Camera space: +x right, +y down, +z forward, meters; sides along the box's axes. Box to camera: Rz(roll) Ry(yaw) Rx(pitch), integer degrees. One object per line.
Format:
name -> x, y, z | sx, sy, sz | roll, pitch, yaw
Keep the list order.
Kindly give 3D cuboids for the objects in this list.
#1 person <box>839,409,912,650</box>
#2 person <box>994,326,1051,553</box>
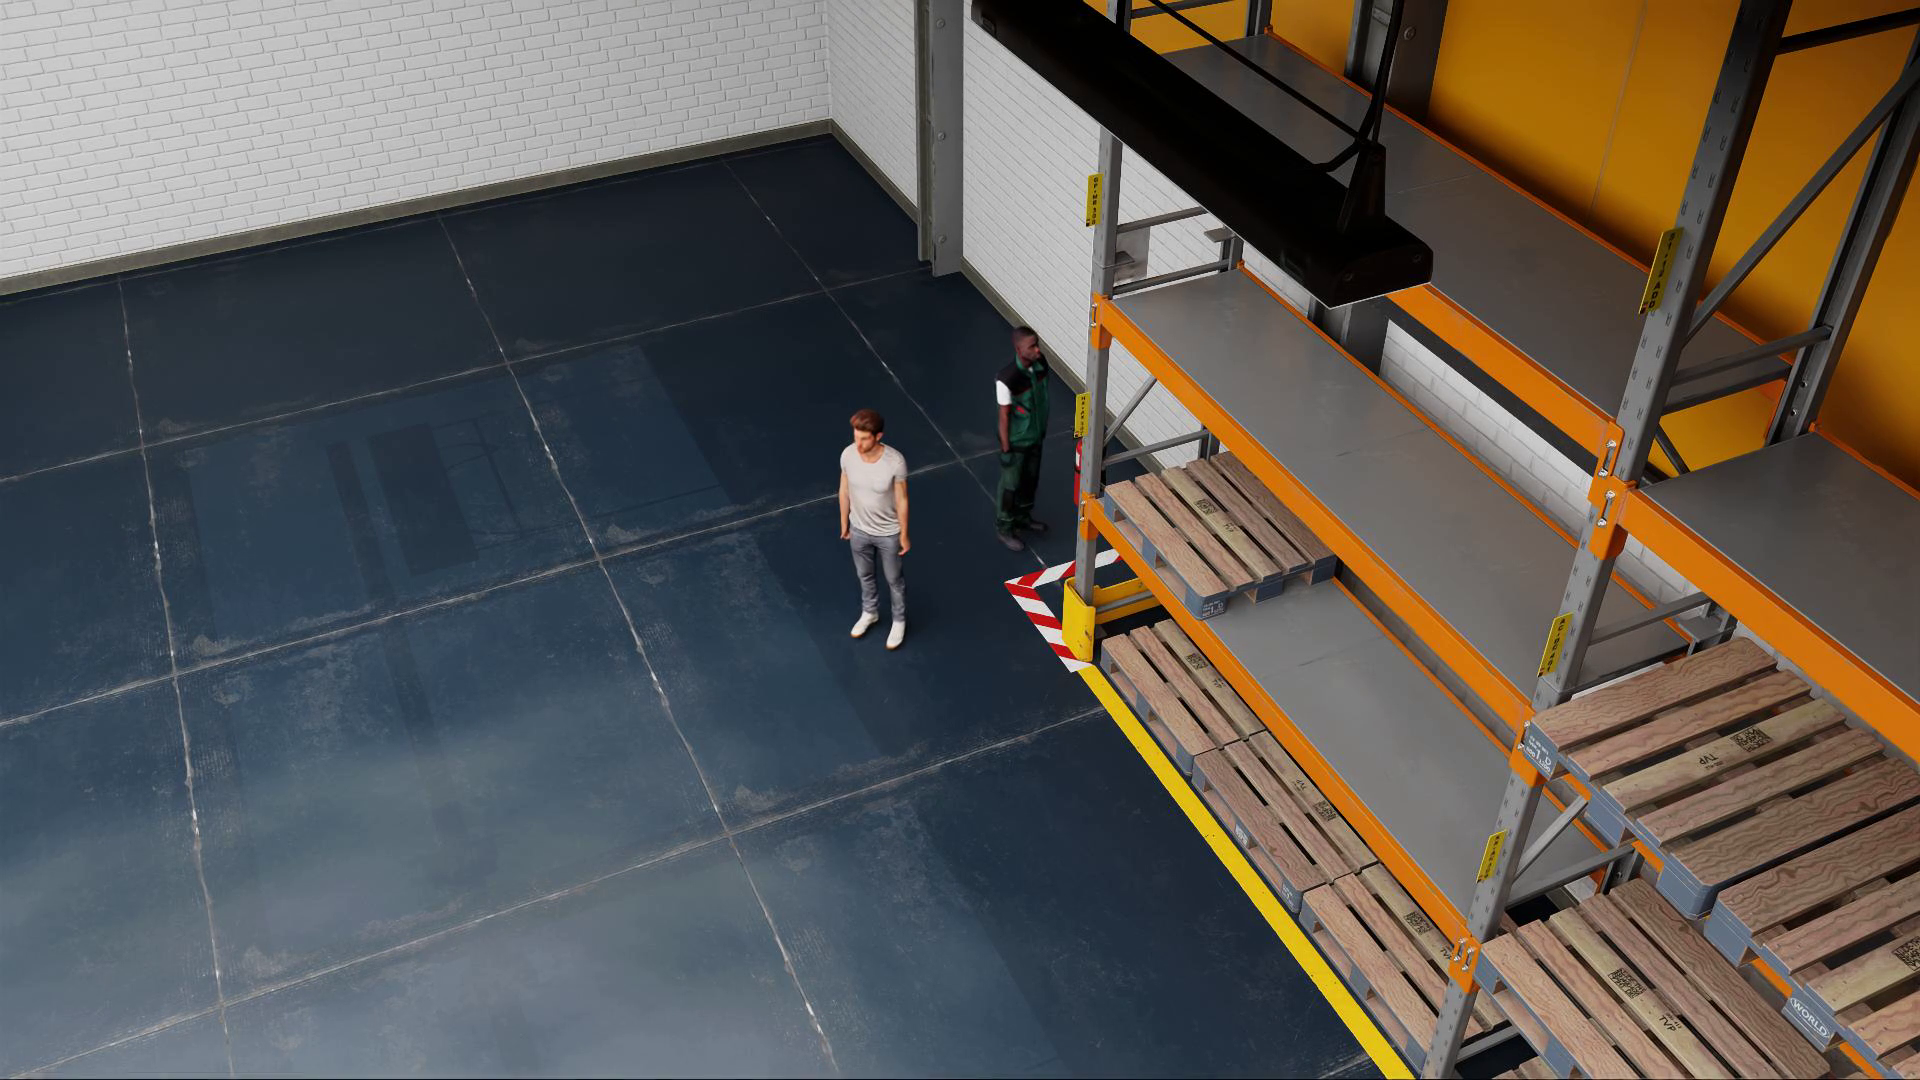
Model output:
person -> -0.560, -0.102, 11.279 | 0.743, 1.889, 0.801 | 13, 40, 15
person -> 0.446, -0.766, 12.151 | 0.777, 1.838, 0.777 | 24, 44, 27
